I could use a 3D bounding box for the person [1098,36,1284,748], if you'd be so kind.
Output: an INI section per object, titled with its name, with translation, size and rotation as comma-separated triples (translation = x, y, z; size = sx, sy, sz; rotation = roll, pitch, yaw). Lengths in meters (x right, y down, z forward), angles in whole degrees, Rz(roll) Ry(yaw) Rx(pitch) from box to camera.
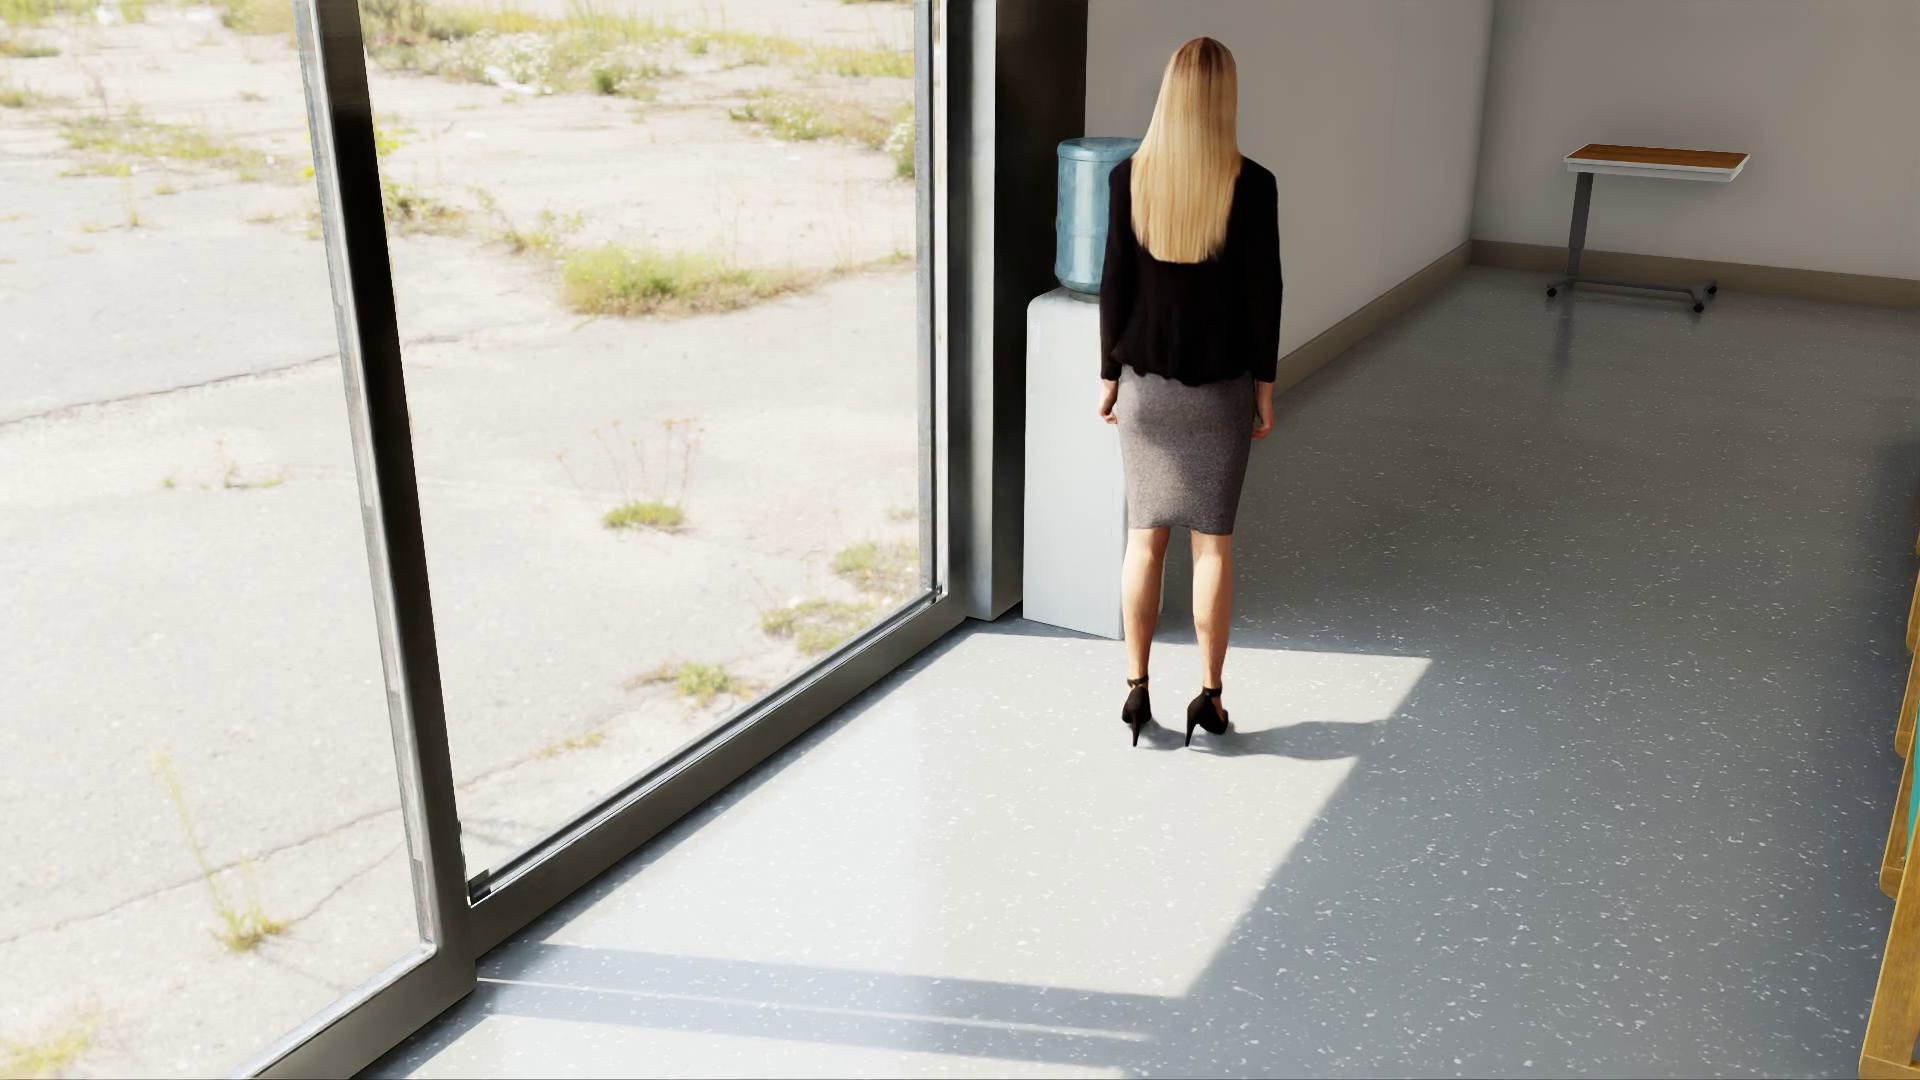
[person]
translation = 0.575, -0.338, 4.286
size = 0.563, 1.842, 0.725
rotation = 6, 21, 15
